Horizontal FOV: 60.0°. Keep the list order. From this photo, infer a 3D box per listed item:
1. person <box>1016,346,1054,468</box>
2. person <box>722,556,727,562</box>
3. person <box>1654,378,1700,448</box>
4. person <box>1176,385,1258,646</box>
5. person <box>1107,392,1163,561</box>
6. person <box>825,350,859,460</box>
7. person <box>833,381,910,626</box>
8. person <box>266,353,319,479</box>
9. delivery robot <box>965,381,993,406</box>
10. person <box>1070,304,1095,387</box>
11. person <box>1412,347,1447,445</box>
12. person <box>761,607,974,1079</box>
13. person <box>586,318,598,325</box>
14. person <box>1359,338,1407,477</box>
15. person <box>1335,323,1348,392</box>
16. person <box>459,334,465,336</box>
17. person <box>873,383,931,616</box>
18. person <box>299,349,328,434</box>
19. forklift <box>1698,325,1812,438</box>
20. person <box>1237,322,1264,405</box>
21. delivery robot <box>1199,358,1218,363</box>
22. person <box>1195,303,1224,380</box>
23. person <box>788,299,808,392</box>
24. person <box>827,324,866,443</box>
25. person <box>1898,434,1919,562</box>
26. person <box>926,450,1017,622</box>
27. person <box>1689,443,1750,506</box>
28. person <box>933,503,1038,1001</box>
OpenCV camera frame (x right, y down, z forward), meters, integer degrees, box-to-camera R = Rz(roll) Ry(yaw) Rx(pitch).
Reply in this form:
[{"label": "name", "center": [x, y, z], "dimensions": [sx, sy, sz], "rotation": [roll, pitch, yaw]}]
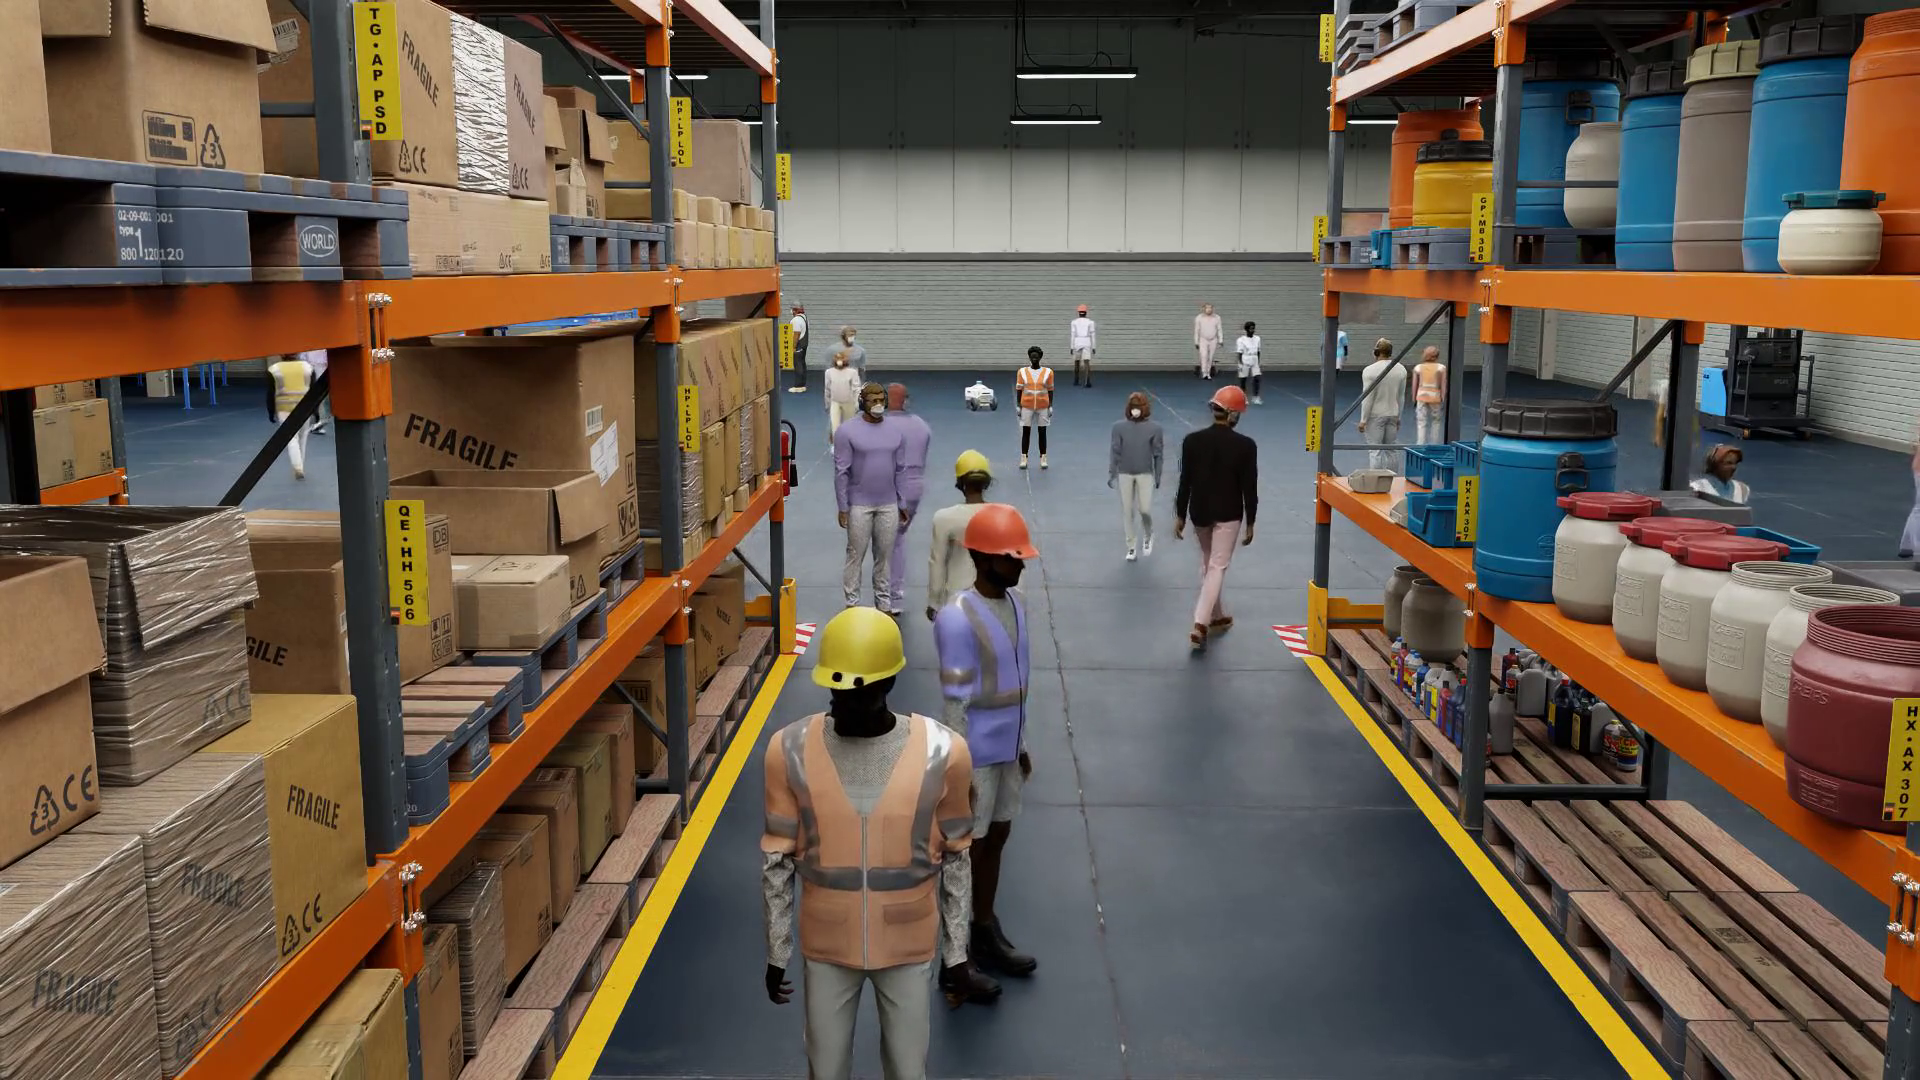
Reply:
[{"label": "person", "center": [1.040, -1.844, 23.119], "dimensions": [0.540, 1.696, 0.315], "rotation": [0, 9, 1]}, {"label": "person", "center": [-2.280, -0.452, 14.257], "dimensions": [0.577, 1.869, 0.524], "rotation": [4, 10, 21]}, {"label": "person", "center": [8.220, -1.214, 18.944], "dimensions": [0.544, 1.828, 0.513], "rotation": [-6, 11, -30]}, {"label": "person", "center": [1.926, -0.191, 12.514], "dimensions": [0.631, 1.942, 0.999], "rotation": [6, 11, 31]}, {"label": "person", "center": [1.679, -0.609, 15.961], "dimensions": [0.505, 1.622, 0.356], "rotation": [3, 10, 17]}, {"label": "person", "center": [-1.713, -1.968, 24.174], "dimensions": [0.516, 1.583, 0.851], "rotation": [1, 9, 3]}, {"label": "person", "center": [-0.681, -0.269, 12.960], "dimensions": [0.627, 1.940, 0.370], "rotation": [-5, 11, -27]}, {"label": "person", "center": [-8.884, -1.733, 22.174], "dimensions": [0.632, 1.801, 0.985], "rotation": [-6, 11, -32]}, {"label": "delivery robot", "center": [0.372, -2.853, 32.424], "dimensions": [0.477, 0.478, 0.707], "rotation": [-4, 10, -22]}, {"label": "person", "center": [2.837, -4.474, 38.344], "dimensions": [0.581, 1.892, 0.905], "rotation": [0, 9, -1]}, {"label": "person", "center": [6.950, -2.044, 24.549], "dimensions": [0.536, 1.606, 0.776], "rotation": [6, 11, 30]}, {"label": "person", "center": [-0.258, 1.122, 4.667], "dimensions": [0.594, 1.923, 0.376], "rotation": [0, 9, 0]}, {"label": "person", "center": [-6.524, -3.050, 29.825], "dimensions": [0.610, 1.866, 0.459], "rotation": [1, 10, 9]}, {"label": "person", "center": [5.113, -1.477, 20.198], "dimensions": [0.628, 1.940, 0.373], "rotation": [-5, 11, -26]}, {"label": "person", "center": [8.104, -3.971, 35.985], "dimensions": [0.538, 1.655, 0.862], "rotation": [5, 11, 28]}, {"label": "person", "center": [-8.831, -3.081, 30.079], "dimensions": [0.564, 1.846, 0.394], "rotation": [0, 9, 2]}, {"label": "person", "center": [-0.559, -0.346, 13.650], "dimensions": [0.669, 1.871, 0.623], "rotation": [-8, 12, -40]}, {"label": "person", "center": [-10.772, -2.709, 27.653], "dimensions": [0.428, 1.908, 0.622], "rotation": [5, 11, 26]}, {"label": "forklift", "center": [13.248, -3.165, 27.620], "dimensions": [1.129, 2.768, 1.873], "rotation": [0, 9, 1]}, {"label": "person", "center": [5.792, -3.490, 33.019], "dimensions": [0.557, 1.670, 0.712], "rotation": [-4, 10, -22]}, {"label": "delivery robot", "center": [6.317, -4.619, 42.223], "dimensions": [0.335, 0.223, 0.698], "rotation": [6, 12, 34]}, {"label": "person", "center": [6.066, -4.819, 40.446], "dimensions": [0.659, 1.856, 0.973], "rotation": [-1, 10, -5]}, {"label": "person", "center": [-3.633, -4.279, 36.807], "dimensions": [0.537, 2.000, 0.683], "rotation": [2, 10, 10]}, {"label": "person", "center": [-1.768, -2.371, 25.654], "dimensions": [0.637, 1.913, 0.844], "rotation": [-4, 10, -20]}, {"label": "person", "center": [9.190, -0.628, 15.775], "dimensions": [0.331, 1.724, 0.640], "rotation": [4, 10, 25]}, {"label": "person", "center": [0.072, 0.347, 9.837], "dimensions": [0.536, 1.756, 0.391], "rotation": [-4, 10, -23]}, {"label": "person", "center": [5.171, 0.136, 11.448], "dimensions": [0.533, 1.623, 0.414], "rotation": [-3, 10, -17]}, {"label": "person", "center": [0.129, 0.810, 6.511], "dimensions": [0.379, 1.934, 0.551], "rotation": [6, 11, 30]}]
